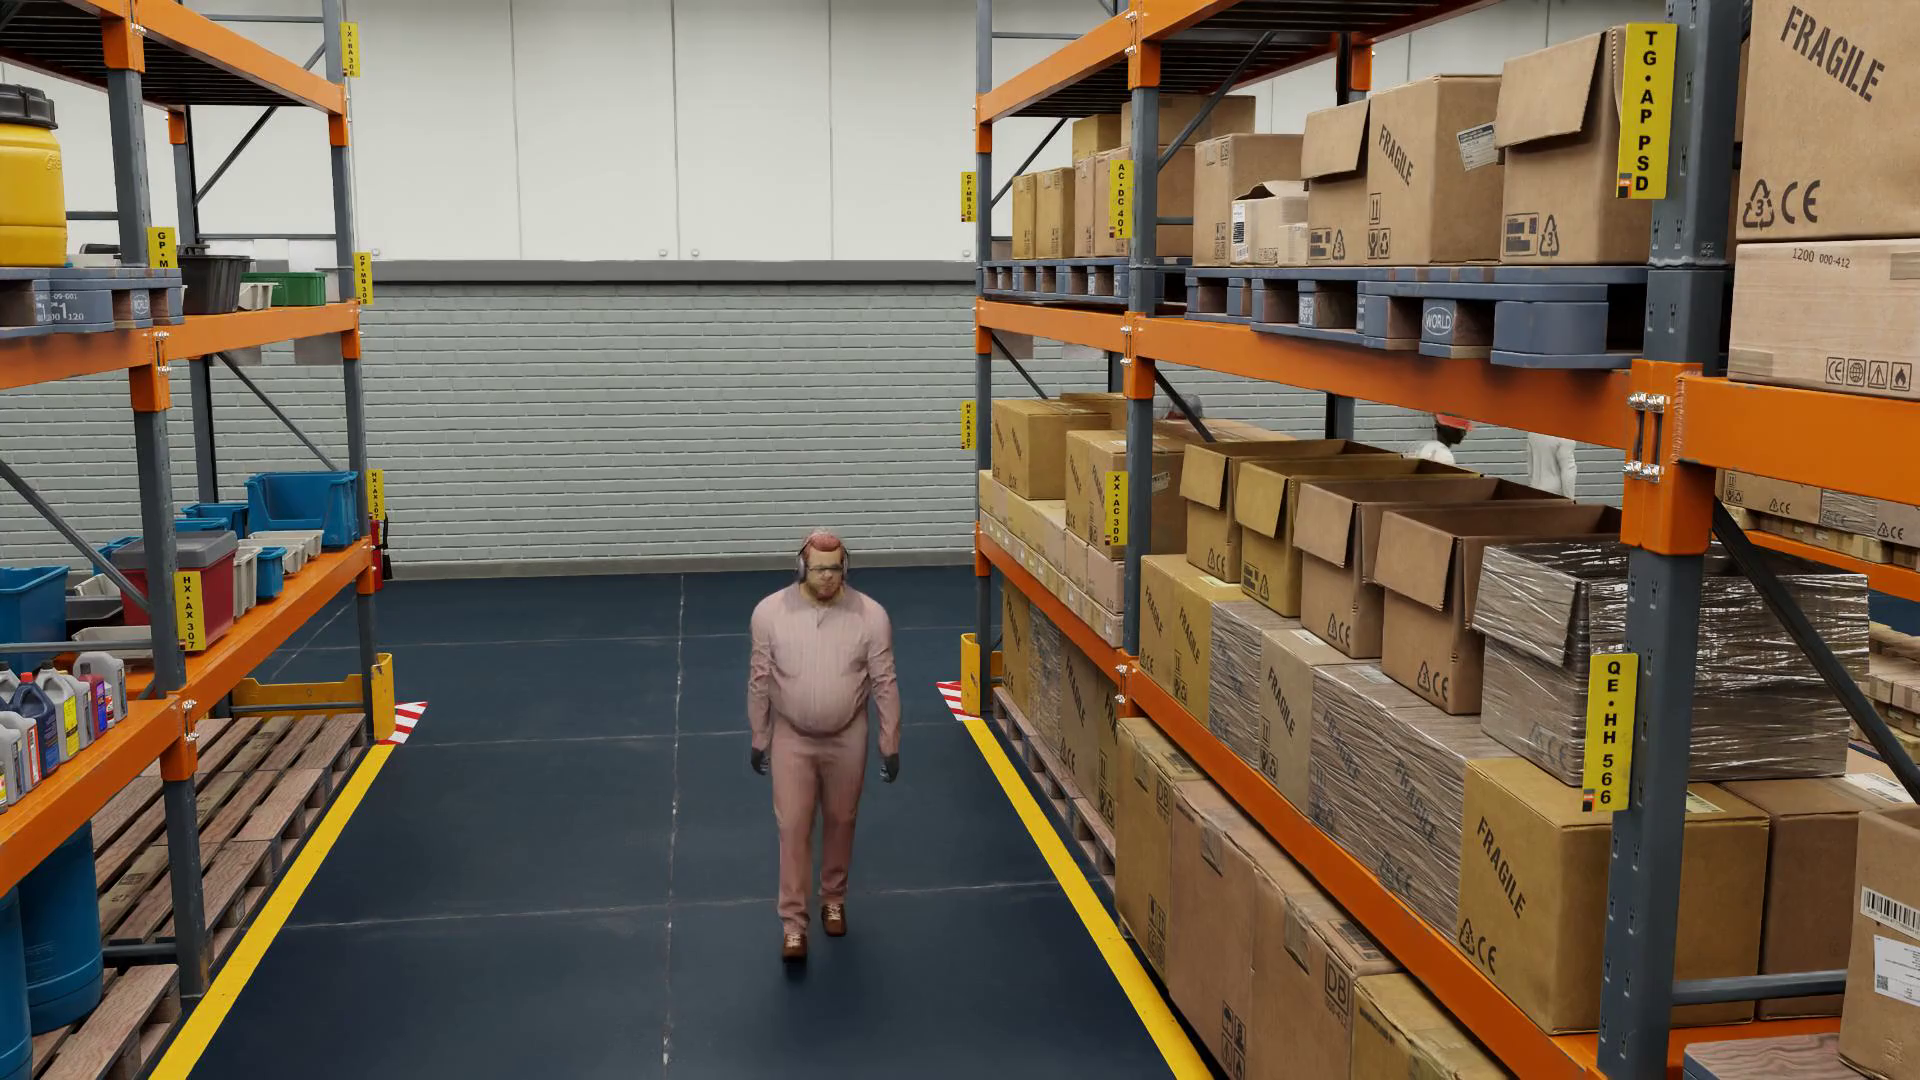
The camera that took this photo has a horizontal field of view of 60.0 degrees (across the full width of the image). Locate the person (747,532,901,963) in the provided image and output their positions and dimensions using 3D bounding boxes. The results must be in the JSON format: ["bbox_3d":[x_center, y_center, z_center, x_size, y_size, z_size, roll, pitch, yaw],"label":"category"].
[{"bbox_3d":[-0.593,0.912,7.353,0.676,1.876,0.798,-1,9,-8],"label":"person"}]

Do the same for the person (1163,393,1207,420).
[{"bbox_3d":[1.825,-0.274,14.187,0.547,2.000,0.696,2,9,11],"label":"person"}]

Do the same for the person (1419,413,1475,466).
[{"bbox_3d":[3.868,-0.112,13.313,0.946,1.989,0.769,0,9,-2],"label":"person"}]

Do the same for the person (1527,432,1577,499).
[{"bbox_3d":[5.462,-0.410,15.337,0.372,1.940,0.630,-3,10,-15],"label":"person"}]
